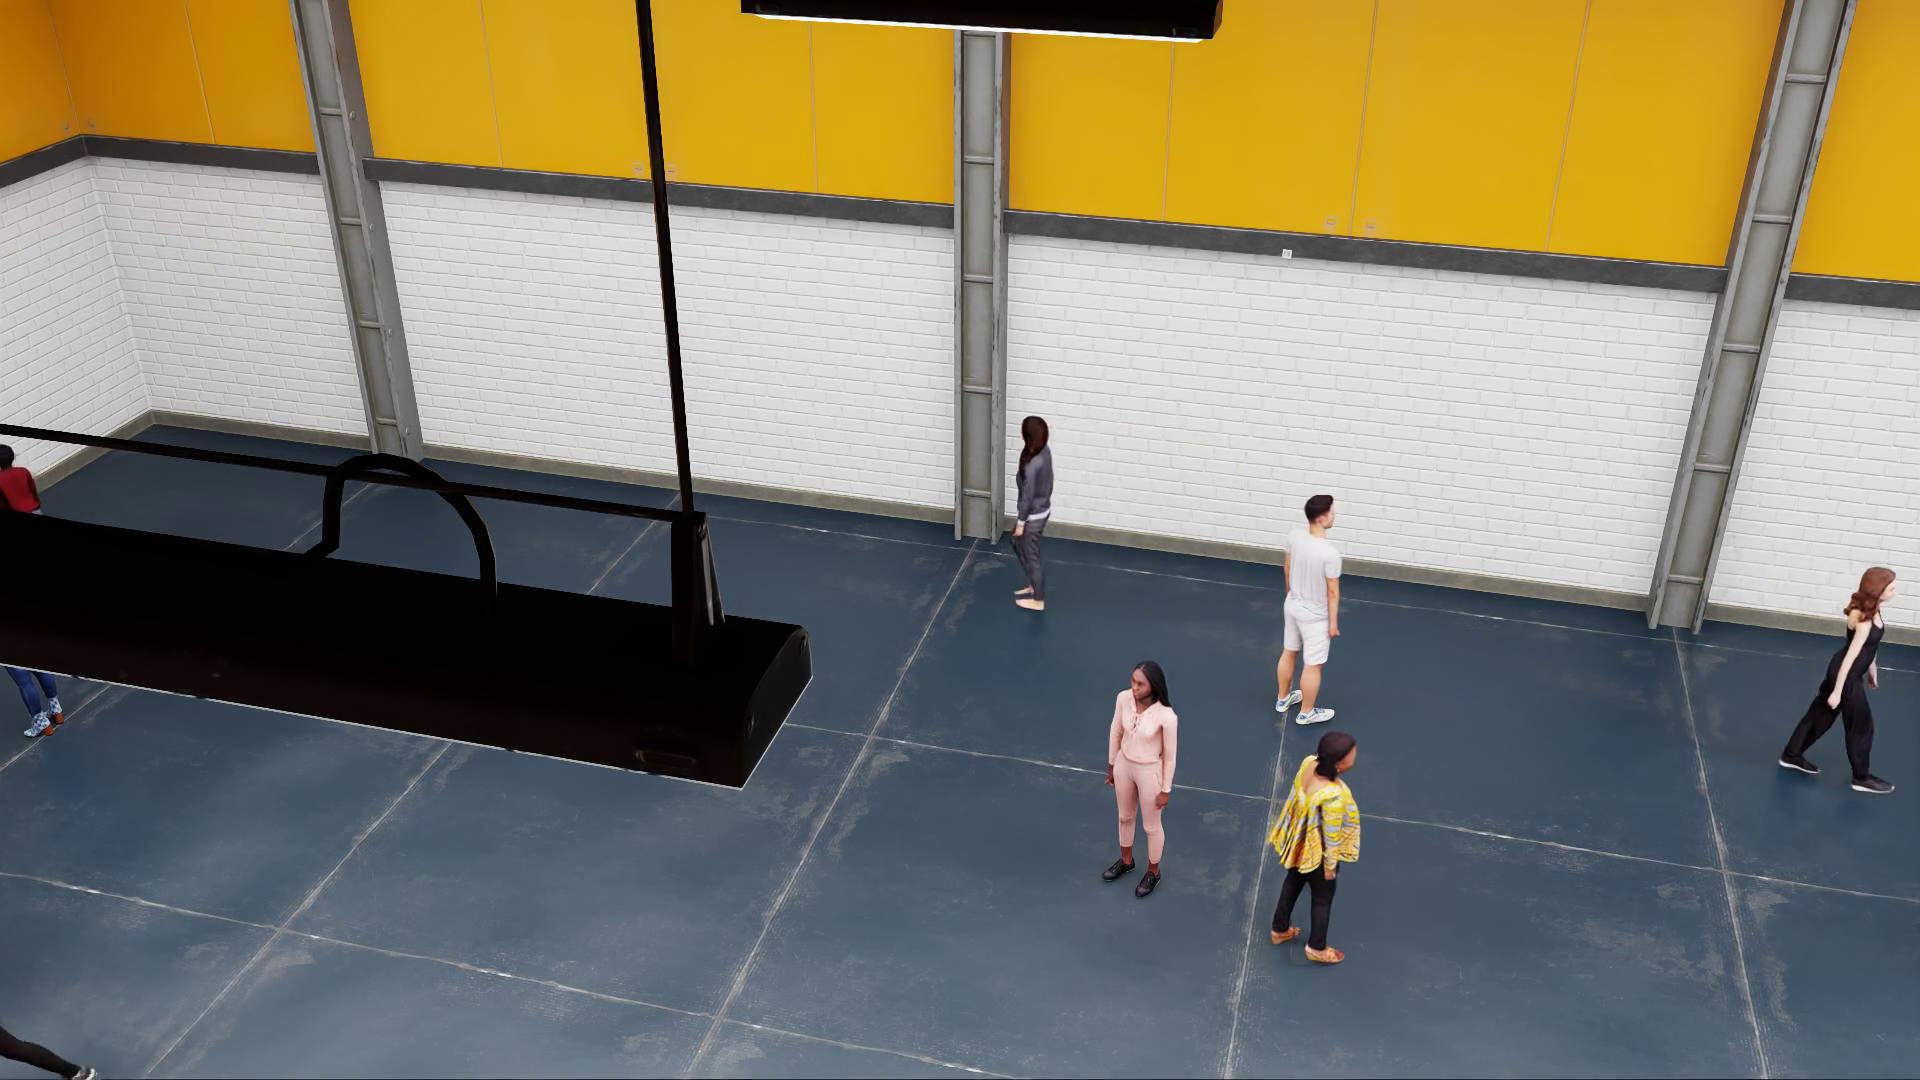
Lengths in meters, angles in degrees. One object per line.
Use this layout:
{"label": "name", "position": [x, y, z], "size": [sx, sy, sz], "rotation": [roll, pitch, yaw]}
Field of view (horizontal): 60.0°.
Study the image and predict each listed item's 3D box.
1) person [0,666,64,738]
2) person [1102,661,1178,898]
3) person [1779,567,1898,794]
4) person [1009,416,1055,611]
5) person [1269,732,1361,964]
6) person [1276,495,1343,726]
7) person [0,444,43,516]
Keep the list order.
{"label": "person", "position": [-6.926, 0.713, 12.205], "size": [0.560, 1.625, 0.613], "rotation": [5, 29, 9]}
{"label": "person", "position": [1.165, 1.510, 10.644], "size": [0.615, 1.720, 0.756], "rotation": [22, 36, 35]}
{"label": "person", "position": [6.133, 0.935, 11.698], "size": [1.043, 1.721, 0.797], "rotation": [17, 33, 28]}
{"label": "person", "position": [0.686, -0.208, 13.749], "size": [0.594, 1.763, 0.625], "rotation": [7, 29, 13]}
{"label": "person", "position": [2.119, 1.857, 10.082], "size": [0.898, 1.649, 0.853], "rotation": [-7, 29, -13]}
{"label": "person", "position": [2.581, 0.512, 12.337], "size": [0.823, 1.850, 0.753], "rotation": [-17, 33, -28]}
{"label": "person", "position": [-8.064, -0.235, 14.349], "size": [0.891, 1.235, 0.737], "rotation": [24, 37, 37]}
